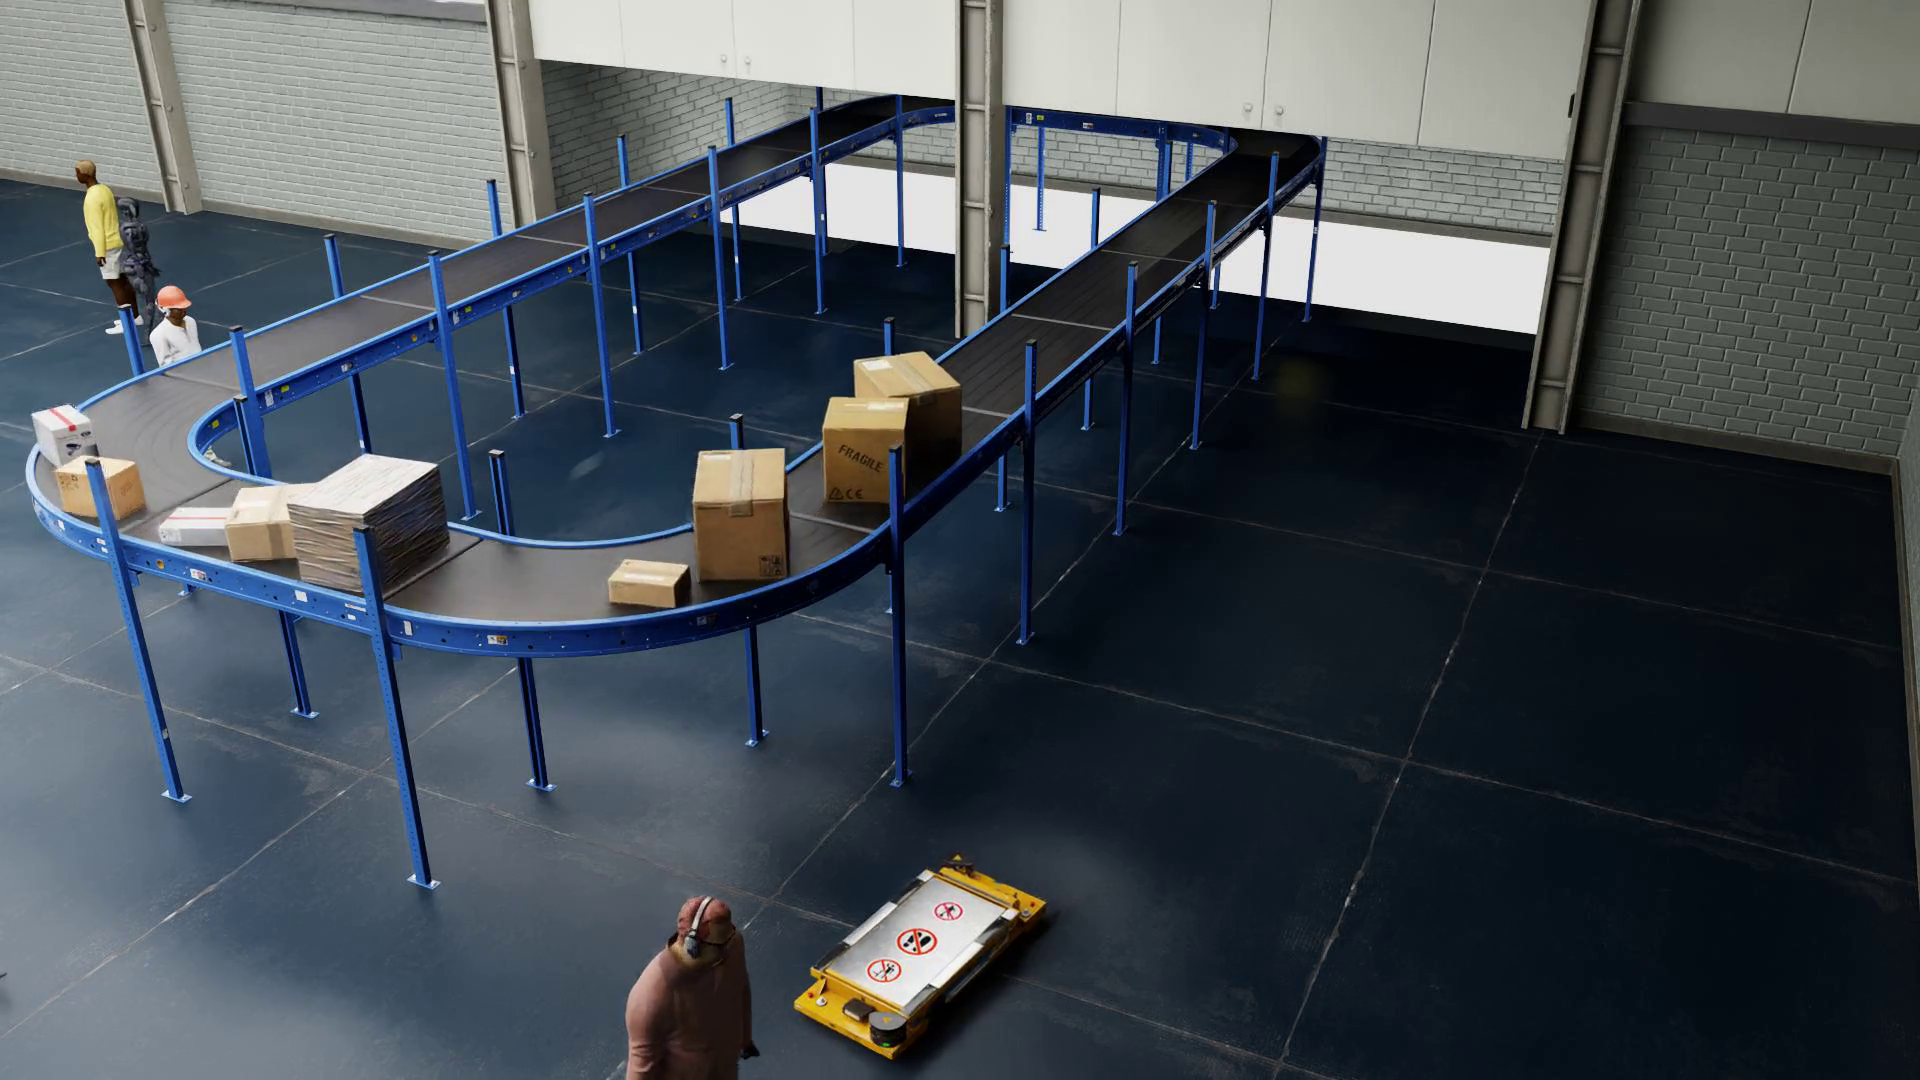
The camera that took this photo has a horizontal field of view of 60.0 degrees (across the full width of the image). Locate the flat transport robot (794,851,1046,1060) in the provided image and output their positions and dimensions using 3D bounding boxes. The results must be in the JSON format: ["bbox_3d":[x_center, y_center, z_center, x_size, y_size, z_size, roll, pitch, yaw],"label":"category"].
[{"bbox_3d":[-0.189,2.214,9.014,0.659,0.231,1.431,17,31,31],"label":"flat transport robot"}]

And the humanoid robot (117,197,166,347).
[{"bbox_3d":[-8.594,-2.845,17.640,0.552,1.645,0.609,-7,27,-14],"label":"humanoid robot"}]

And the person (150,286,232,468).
[{"bbox_3d":[-6.761,-1.384,14.593,0.325,1.752,0.560,4,27,8],"label":"person"}]

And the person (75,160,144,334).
[{"bbox_3d":[-9.260,-3.188,18.082,0.376,1.893,0.538,-6,27,-11],"label":"person"}]

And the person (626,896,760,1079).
[{"bbox_3d":[-1.216,2.237,7.182,0.762,1.874,0.678,18,31,32],"label":"person"}]

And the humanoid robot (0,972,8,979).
[{"bbox_3d":[-5.449,1.696,8.497,0.717,1.630,0.588,7,27,14],"label":"humanoid robot"}]
